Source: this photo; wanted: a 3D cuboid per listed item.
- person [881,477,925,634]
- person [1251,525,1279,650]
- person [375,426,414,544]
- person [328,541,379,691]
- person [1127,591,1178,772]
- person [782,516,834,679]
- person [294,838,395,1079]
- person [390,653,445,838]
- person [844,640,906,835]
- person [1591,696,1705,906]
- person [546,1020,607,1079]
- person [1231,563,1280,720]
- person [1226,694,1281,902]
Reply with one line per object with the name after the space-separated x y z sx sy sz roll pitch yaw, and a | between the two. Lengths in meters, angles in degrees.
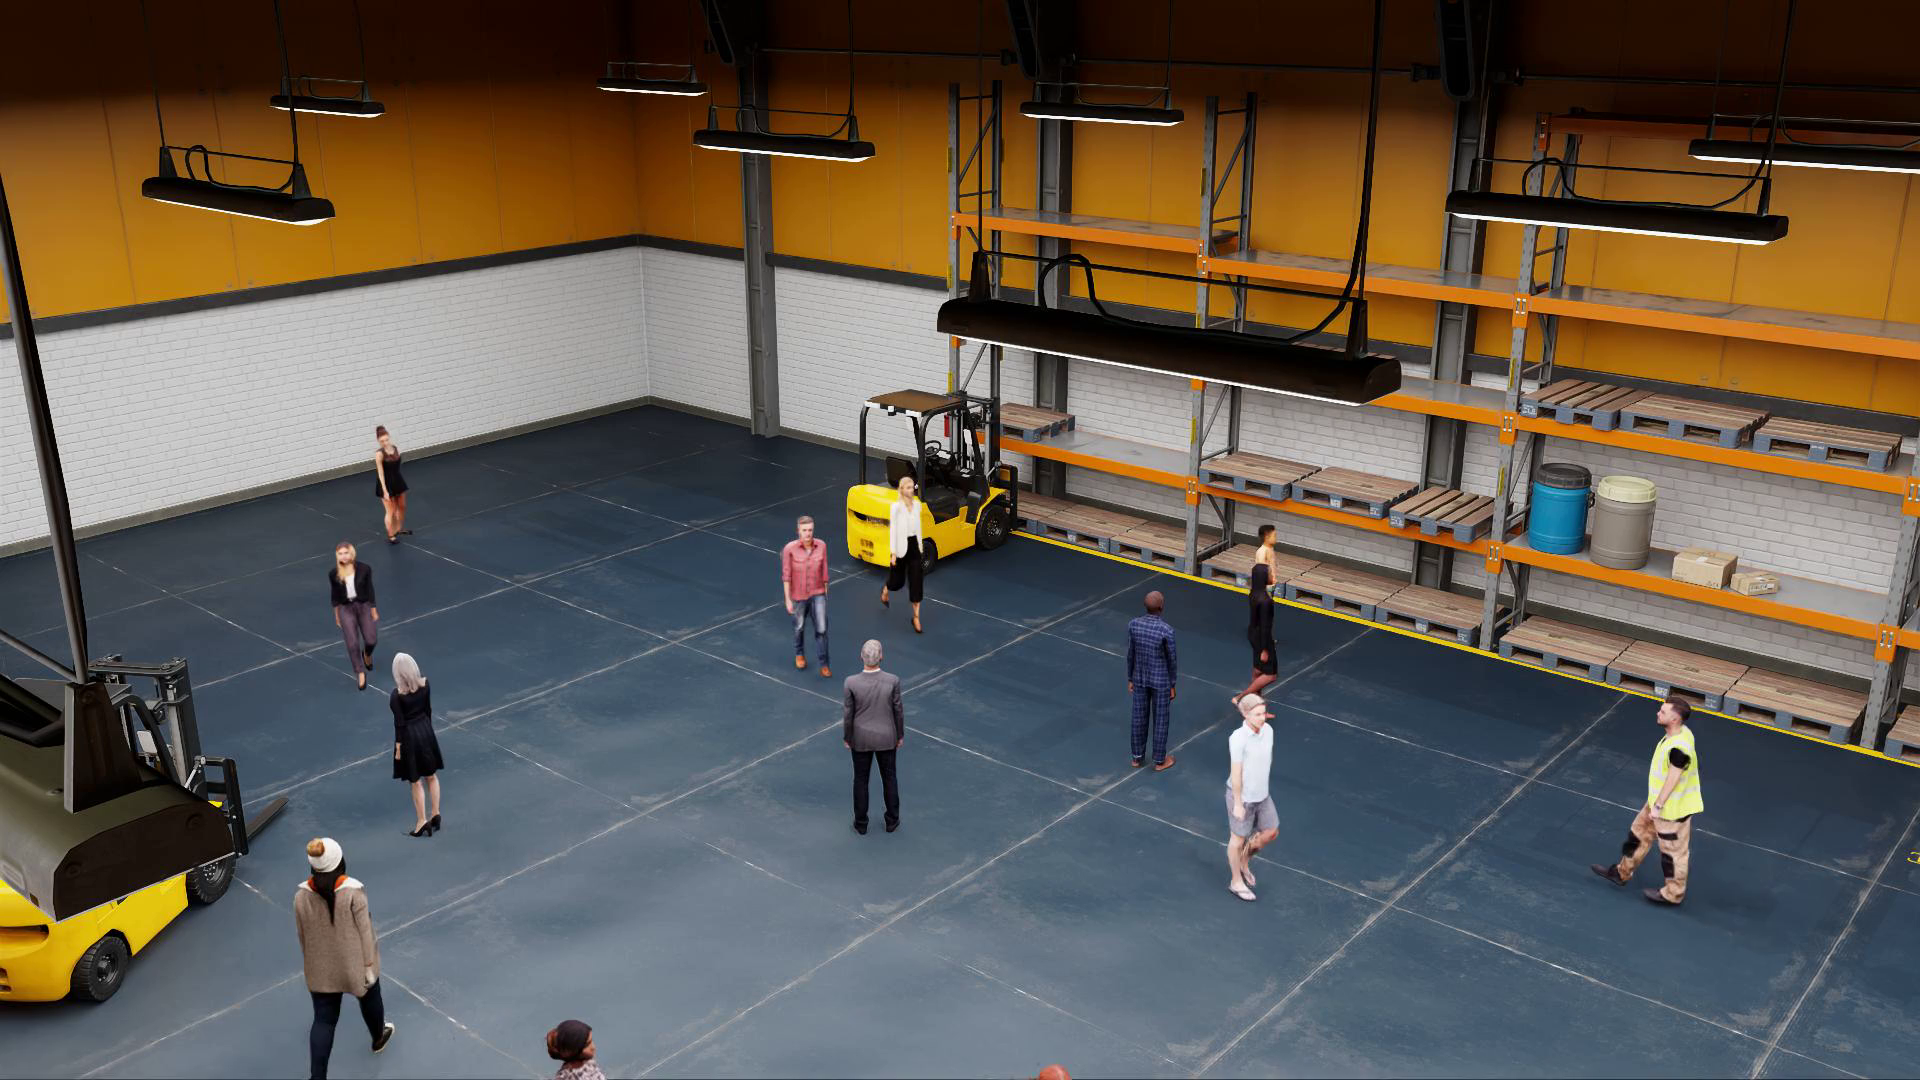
-0.690 0.157 19.521 0.847 1.830 1.202 -12 22 -32 | person
3.483 0.524 19.010 0.577 1.461 0.579 7 20 21 | person
-7.708 -0.749 22.489 0.681 1.653 0.743 4 19 13 | person
-6.503 0.790 17.914 0.769 1.656 0.839 -7 20 -19 | person
1.851 1.341 16.022 0.623 1.820 0.775 9 21 25 | person
-1.717 0.584 18.306 1.072 1.796 1.222 -5 19 -15 | person
-4.272 2.917 11.304 1.213 1.844 1.204 0 19 1 | person
-4.829 1.807 14.753 0.605 1.747 0.628 11 22 30 | person
-0.767 1.741 14.800 0.795 1.842 0.844 -2 19 -7 | person
5.875 2.155 13.604 1.125 1.821 0.941 6 20 18 | person
-2.299 3.550 9.700 1.230 1.668 0.945 4 19 13 | person
3.000 1.060 17.025 0.860 1.713 0.800 1 19 2 | person
2.331 2.093 13.790 0.739 1.820 0.756 -12 22 -33 | person
